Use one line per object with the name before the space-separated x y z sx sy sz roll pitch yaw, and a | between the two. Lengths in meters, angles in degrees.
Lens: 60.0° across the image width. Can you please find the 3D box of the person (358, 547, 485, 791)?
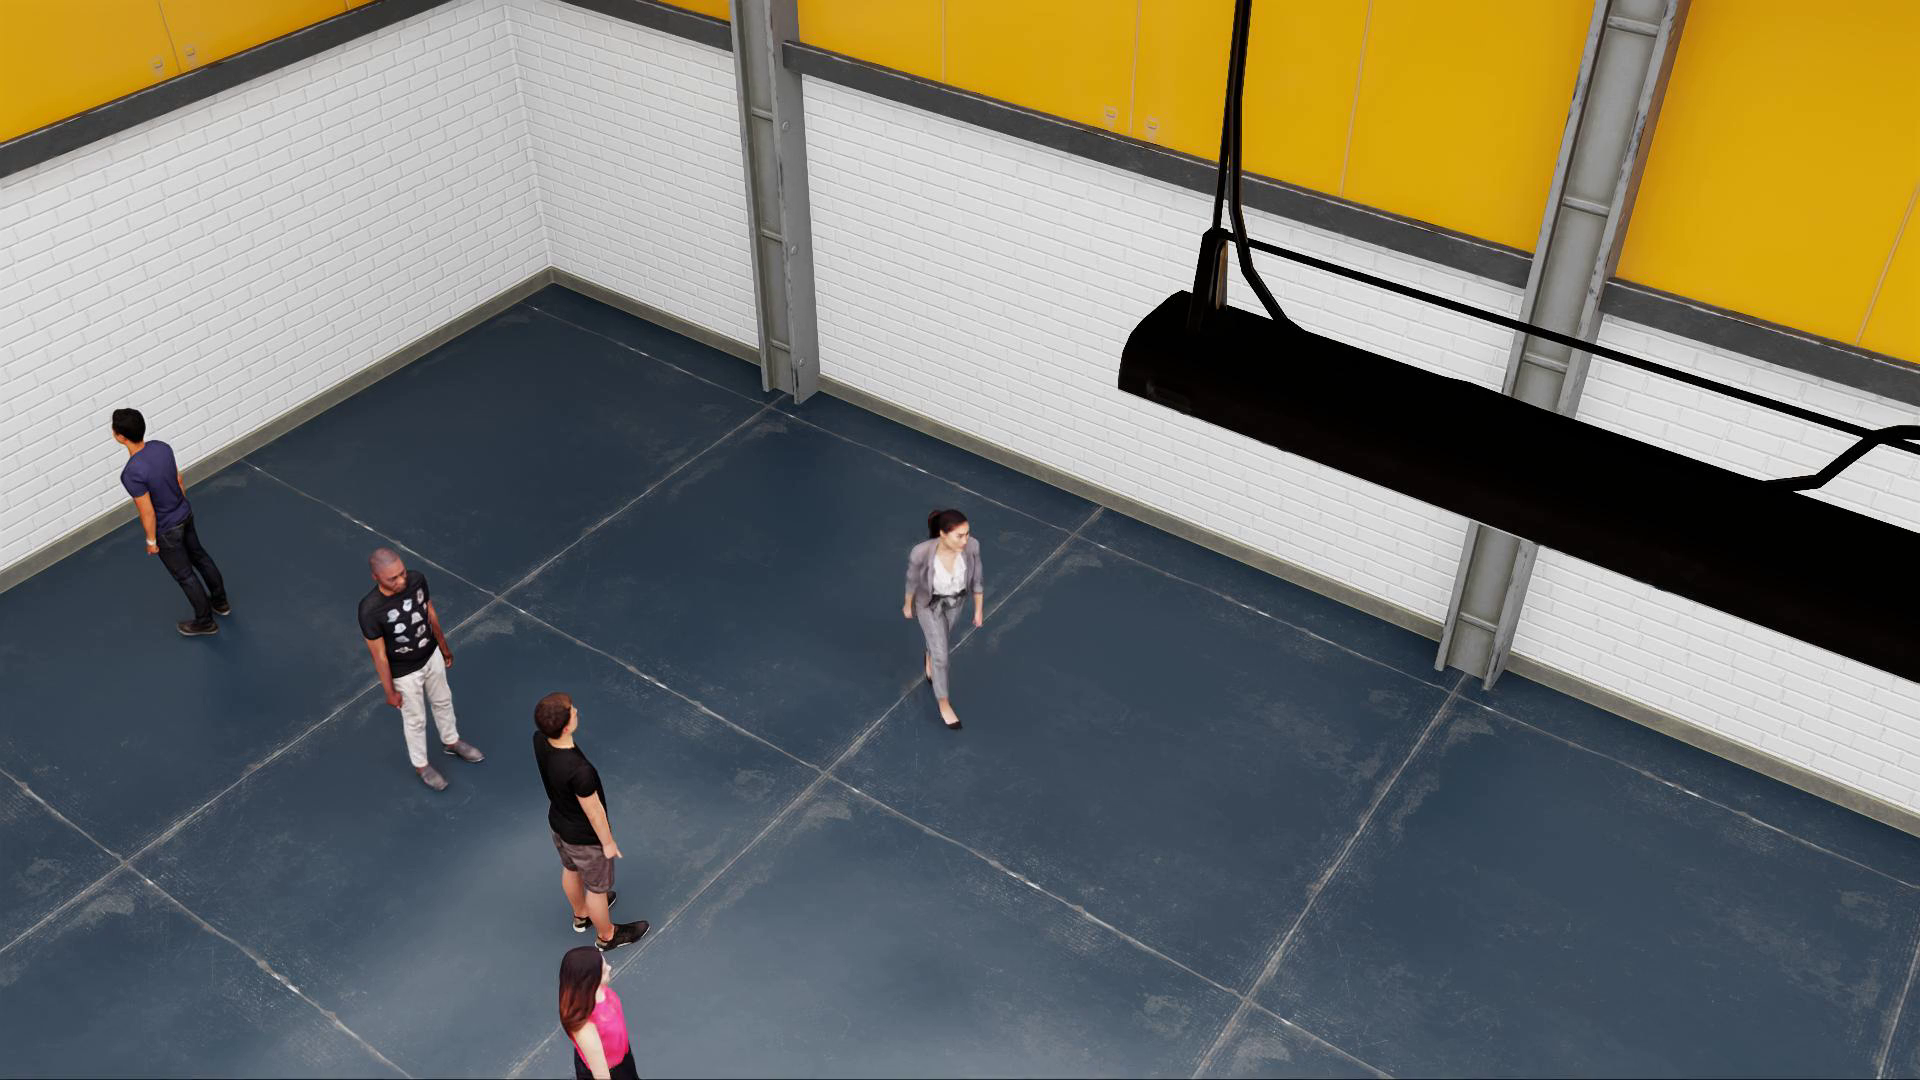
person | -3.333 0.742 10.101 0.618 1.801 0.667 21 43 24

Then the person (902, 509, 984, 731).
person | -0.159 0.392 10.677 0.927 1.629 1.067 -11 40 -13

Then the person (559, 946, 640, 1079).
person | -1.731 2.544 7.964 0.854 1.653 0.793 -9 40 -11

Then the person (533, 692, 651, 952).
person | -2.086 1.532 9.063 0.777 1.863 0.591 -31 48 -32

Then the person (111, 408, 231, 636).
person | -5.318 -0.122 11.192 0.691 1.790 0.720 5 39 6
